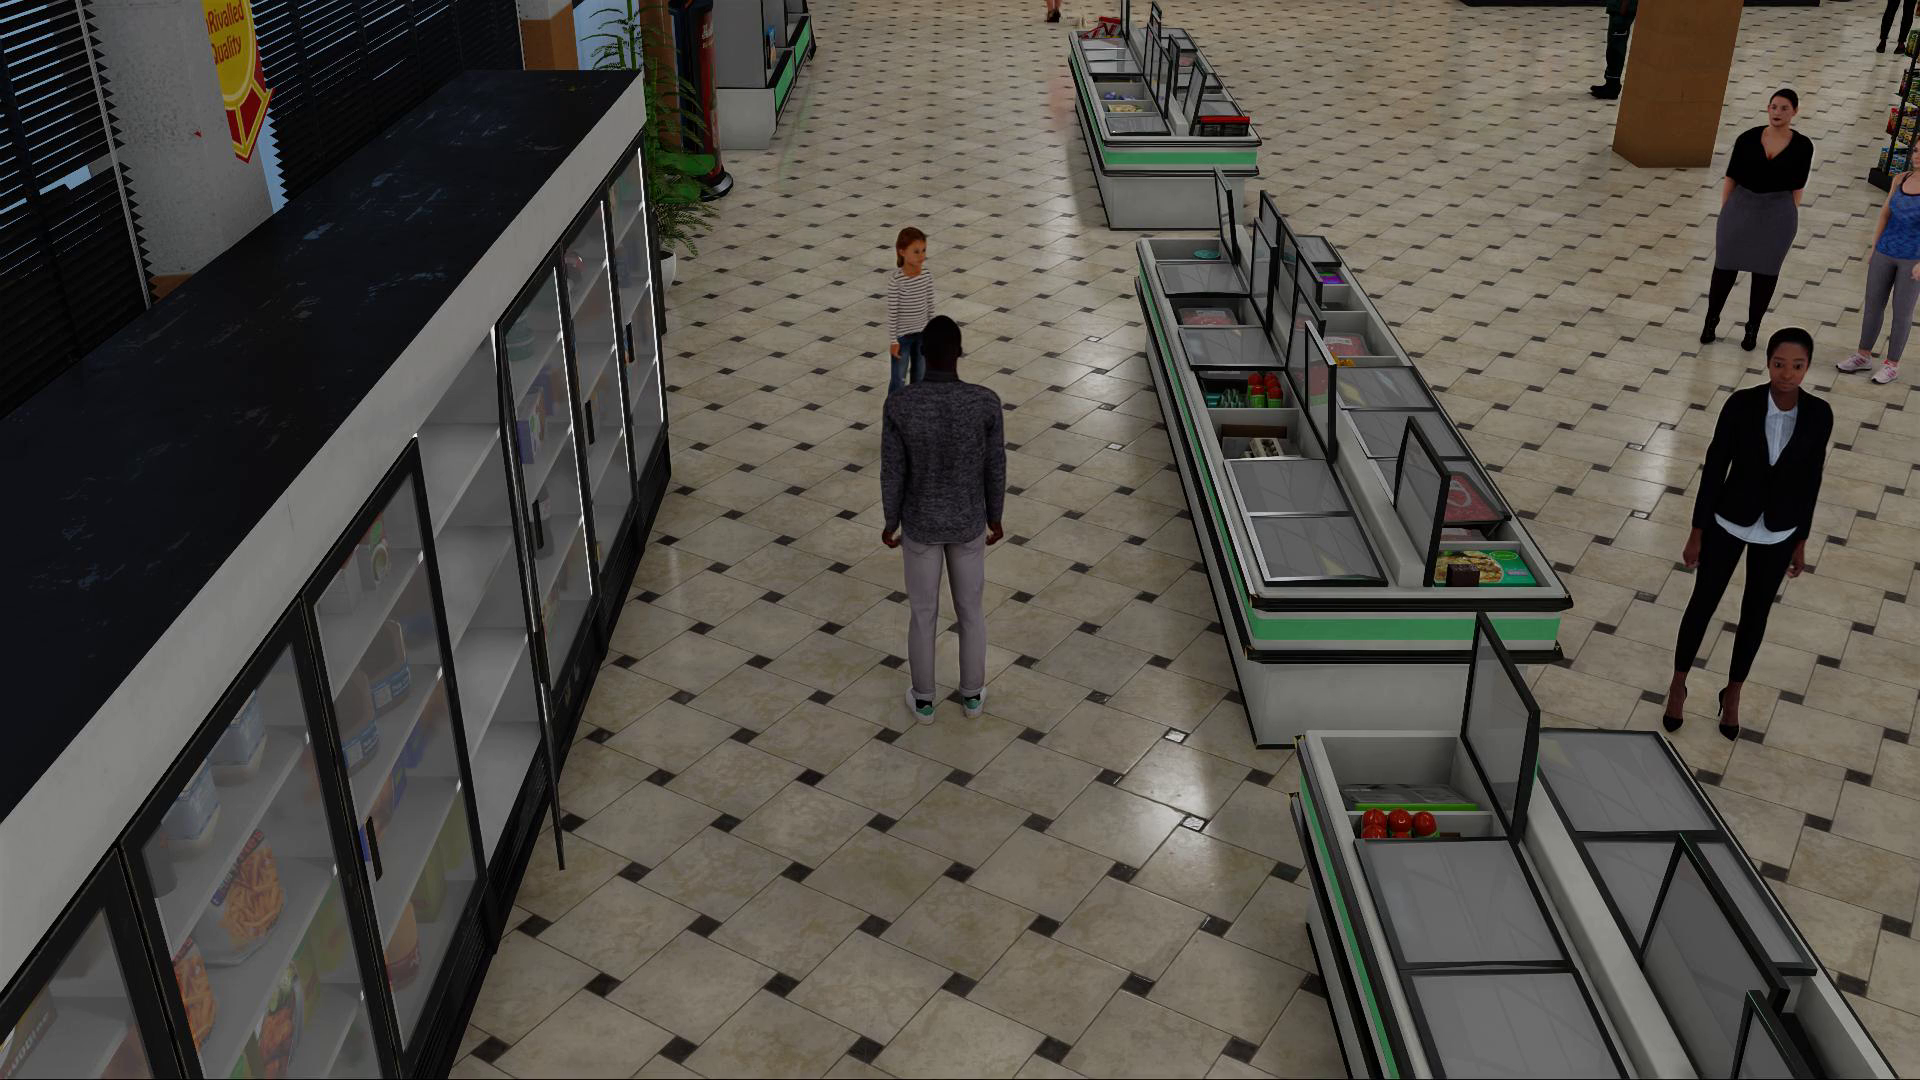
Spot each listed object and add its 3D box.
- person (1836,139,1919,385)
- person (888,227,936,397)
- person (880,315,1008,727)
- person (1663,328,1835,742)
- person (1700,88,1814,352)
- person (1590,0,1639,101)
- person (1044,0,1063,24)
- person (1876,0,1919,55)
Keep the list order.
[{"bbox_3d":[6.064,-1.822,10.709,0.712,1.610,0.619,-14,30,-25],"label":"person"},{"bbox_3d":[-0.300,-1.203,9.818,0.558,1.313,0.606,-17,32,-30],"label":"person"},{"bbox_3d":[-0.069,-0.066,6.992,0.705,1.839,0.586,-3,27,-6],"label":"person"},{"bbox_3d":[3.253,0.001,6.866,0.672,1.834,0.621,8,28,15],"label":"person"},{"bbox_3d":[5.369,-2.157,11.203,0.771,1.760,0.787,15,30,27],"label":"person"},{"bbox_3d":[7.302,-5.818,18.335,0.816,1.840,0.661,9,28,16],"label":"person"},{"bbox_3d":[1.359,-7.910,22.587,0.717,1.724,0.773,-23,35,-37],"label":"person"},{"bbox_3d":[11.800,-7.009,20.705,0.746,1.819,0.760,18,32,31],"label":"person"}]
